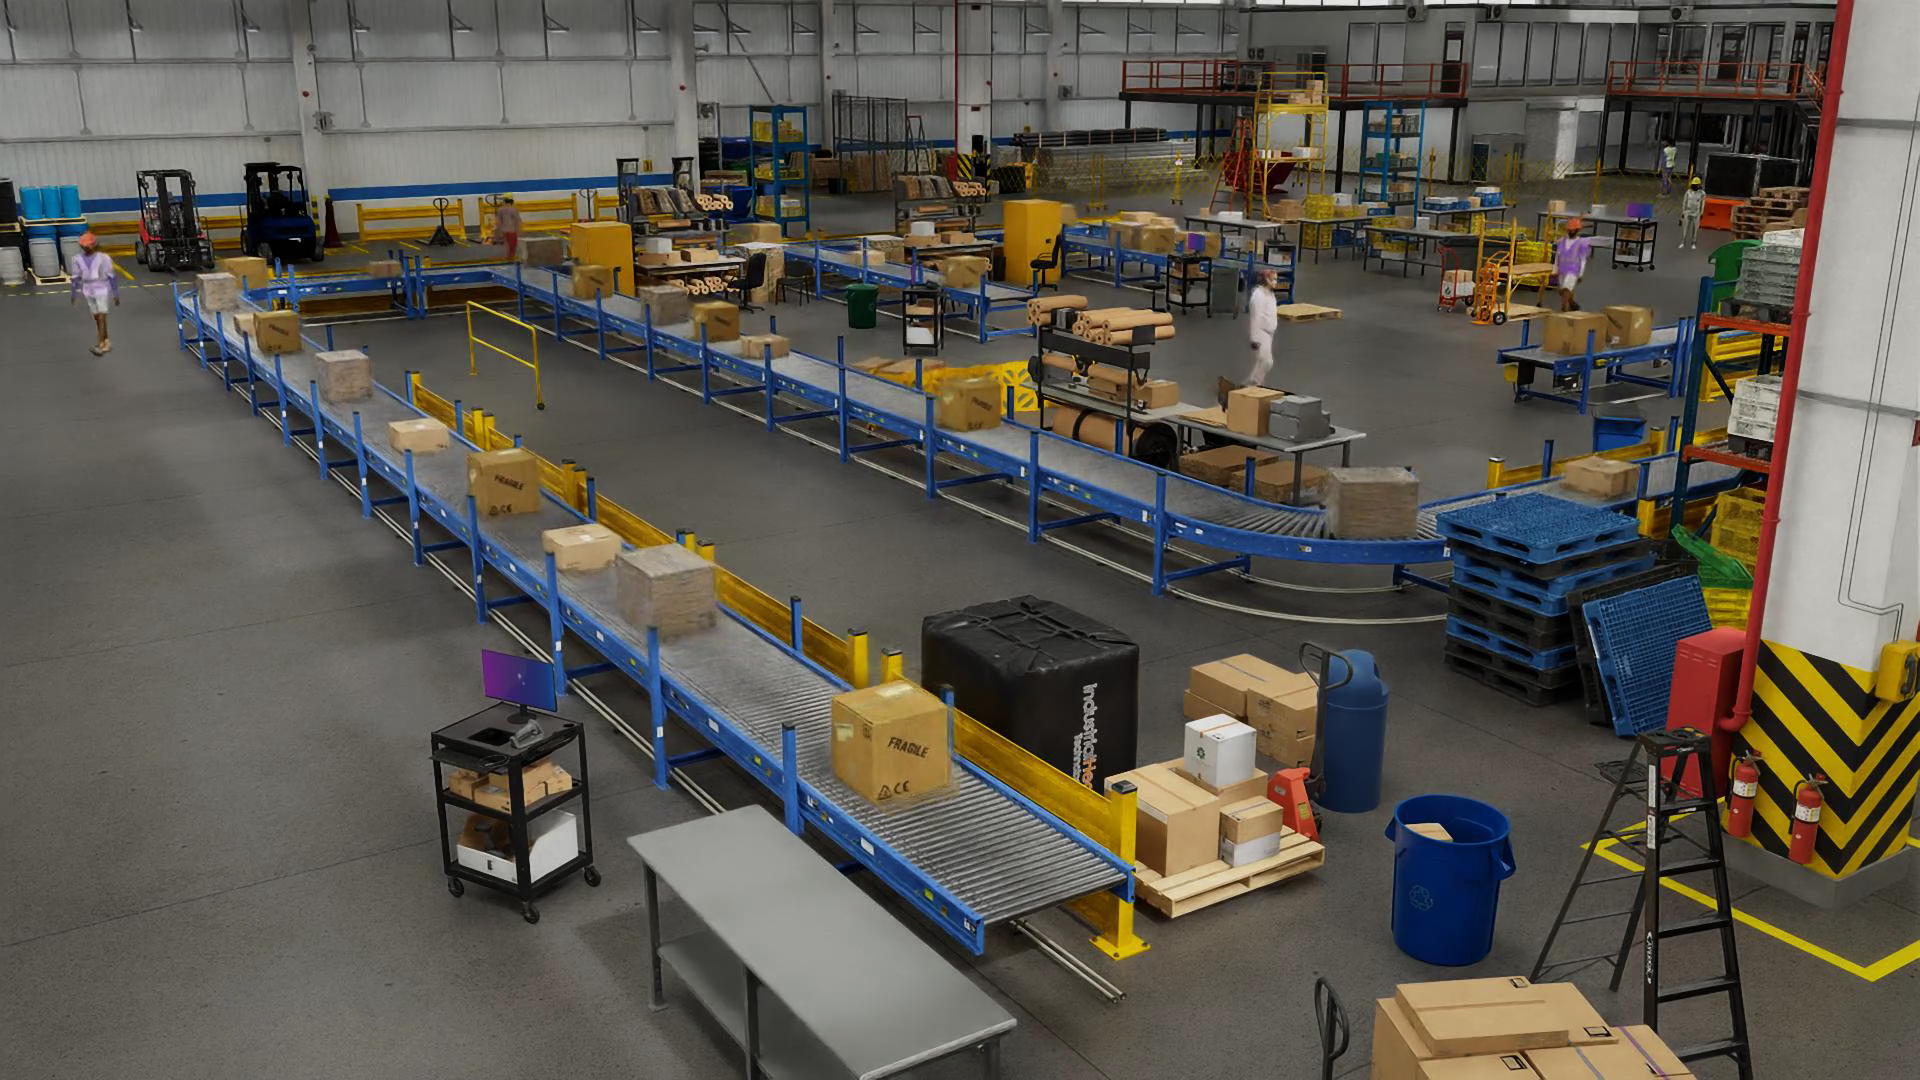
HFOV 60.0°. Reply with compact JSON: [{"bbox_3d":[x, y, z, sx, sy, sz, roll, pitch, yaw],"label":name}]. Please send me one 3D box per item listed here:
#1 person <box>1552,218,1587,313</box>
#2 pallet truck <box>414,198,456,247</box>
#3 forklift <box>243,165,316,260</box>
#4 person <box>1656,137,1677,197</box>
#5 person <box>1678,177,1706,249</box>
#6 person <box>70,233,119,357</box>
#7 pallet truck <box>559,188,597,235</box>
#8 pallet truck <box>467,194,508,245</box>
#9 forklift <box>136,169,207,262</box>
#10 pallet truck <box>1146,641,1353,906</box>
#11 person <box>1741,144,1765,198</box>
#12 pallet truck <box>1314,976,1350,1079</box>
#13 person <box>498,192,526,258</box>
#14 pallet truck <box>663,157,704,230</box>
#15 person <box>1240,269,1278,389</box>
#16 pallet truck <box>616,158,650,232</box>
[{"bbox_3d":[11.069,-4.882,30.121,0.847,1.915,0.549,-12,21,-35],"label":"person"},{"bbox_3d":[-13.250,-8.060,41.856,0.680,1.201,1.601,-10,20,-31],"label":"pallet truck"},{"bbox_3d":[-15.898,-7.669,38.708,1.157,1.987,2.680,-11,20,-33],"label":"forklift"},{"bbox_3d":[23.145,-12.184,54.399,0.590,1.919,0.392,-10,19,-29],"label":"person"},{"bbox_3d":[18.030,-8.043,40.920,0.490,1.741,0.322,12,20,34],"label":"person"},{"bbox_3d":[-14.017,-3.952,26.882,0.642,1.978,1.063,-1,17,-4],"label":"person"},{"bbox_3d":[-10.010,-8.652,43.699,0.653,1.274,1.630,-10,20,-31],"label":"pallet truck"},{"bbox_3d":[-11.983,-8.177,42.137,0.704,1.261,1.522,-11,20,-33],"label":"pallet truck"},{"bbox_3d":[-17.842,-7.318,37.559,1.157,1.987,2.680,-10,20,-31],"label":"forklift"},{"bbox_3d":[1.664,1.407,10.232,1.630,1.274,0.653,-10,20,-31],"label":"pallet truck"},{"bbox_3d":[24.587,-11.326,51.631,0.573,1.856,0.781,14,21,38],"label":"person"},{"bbox_3d":[2.299,2.390,7.086,1.601,1.201,0.680,-2,17,-7],"label":"pallet truck"},{"bbox_3d":[-9.910,-6.832,36.886,0.532,1.748,0.604,8,19,26],"label":"person"},{"bbox_3d":[-7.586,-9.308,44.692,0.823,1.965,1.885,-11,20,-33],"label":"pallet truck"},{"bbox_3d":[4.303,-2.884,23.502,0.419,1.887,0.665,9,19,26],"label":"person"},{"bbox_3d":[-8.918,-9.176,44.255,0.823,1.965,1.885,-9,19,-27],"label":"pallet truck"}]
